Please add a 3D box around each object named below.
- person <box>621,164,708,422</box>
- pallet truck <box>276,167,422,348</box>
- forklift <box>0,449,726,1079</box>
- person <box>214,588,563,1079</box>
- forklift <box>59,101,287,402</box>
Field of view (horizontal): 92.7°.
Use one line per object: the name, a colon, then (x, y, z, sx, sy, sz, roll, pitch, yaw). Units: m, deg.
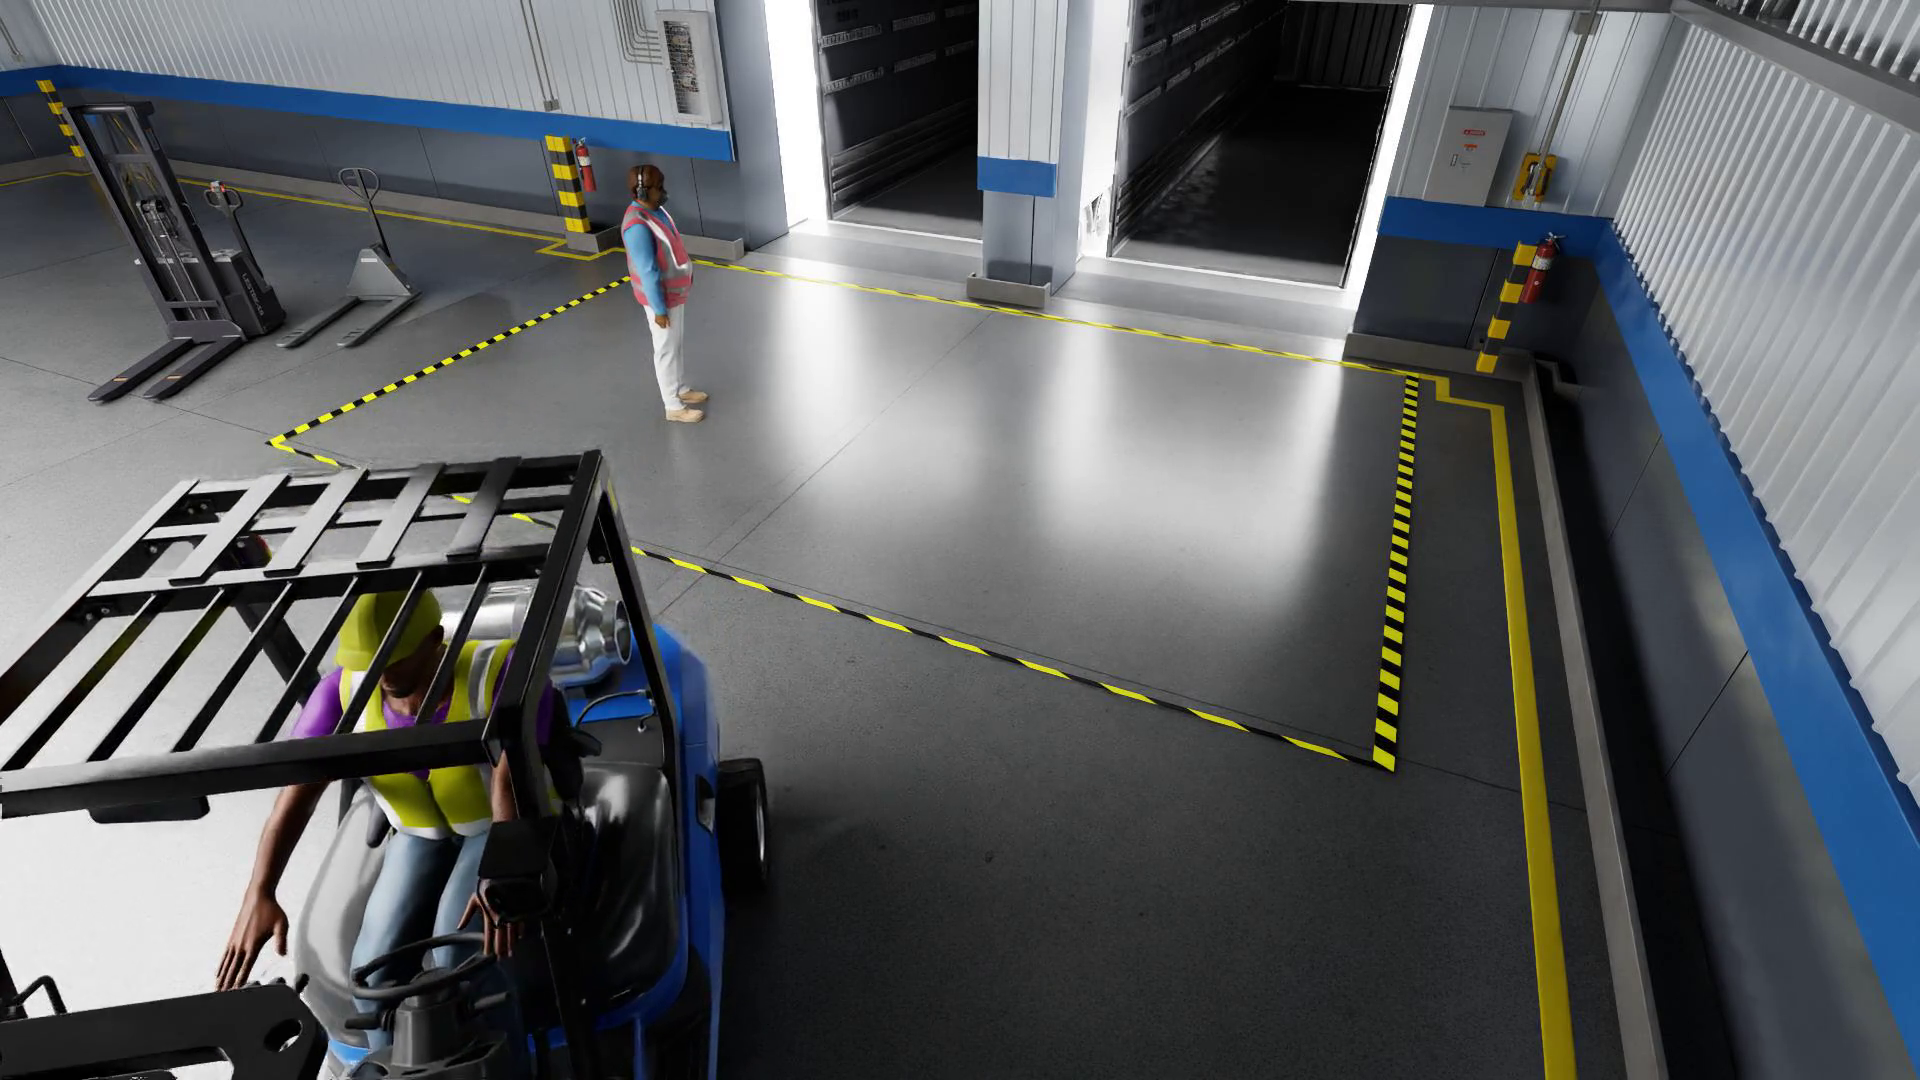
person: (-2.145, -1.777, 6.696, 0.429, 1.841, 0.631, -3, 35, -5)
pallet truck: (-5.732, -2.611, 8.414, 0.680, 1.201, 1.601, -1, 35, -1)
forklift: (-1.321, 0.938, 2.368, 1.157, 2.036, 2.680, -5, 35, -7)
person: (-1.319, 0.819, 2.211, 0.635, 1.294, 1.004, -5, 35, -7)
forklift: (-6.686, -2.387, 7.434, 0.823, 1.965, 1.885, -3, 35, -5)
